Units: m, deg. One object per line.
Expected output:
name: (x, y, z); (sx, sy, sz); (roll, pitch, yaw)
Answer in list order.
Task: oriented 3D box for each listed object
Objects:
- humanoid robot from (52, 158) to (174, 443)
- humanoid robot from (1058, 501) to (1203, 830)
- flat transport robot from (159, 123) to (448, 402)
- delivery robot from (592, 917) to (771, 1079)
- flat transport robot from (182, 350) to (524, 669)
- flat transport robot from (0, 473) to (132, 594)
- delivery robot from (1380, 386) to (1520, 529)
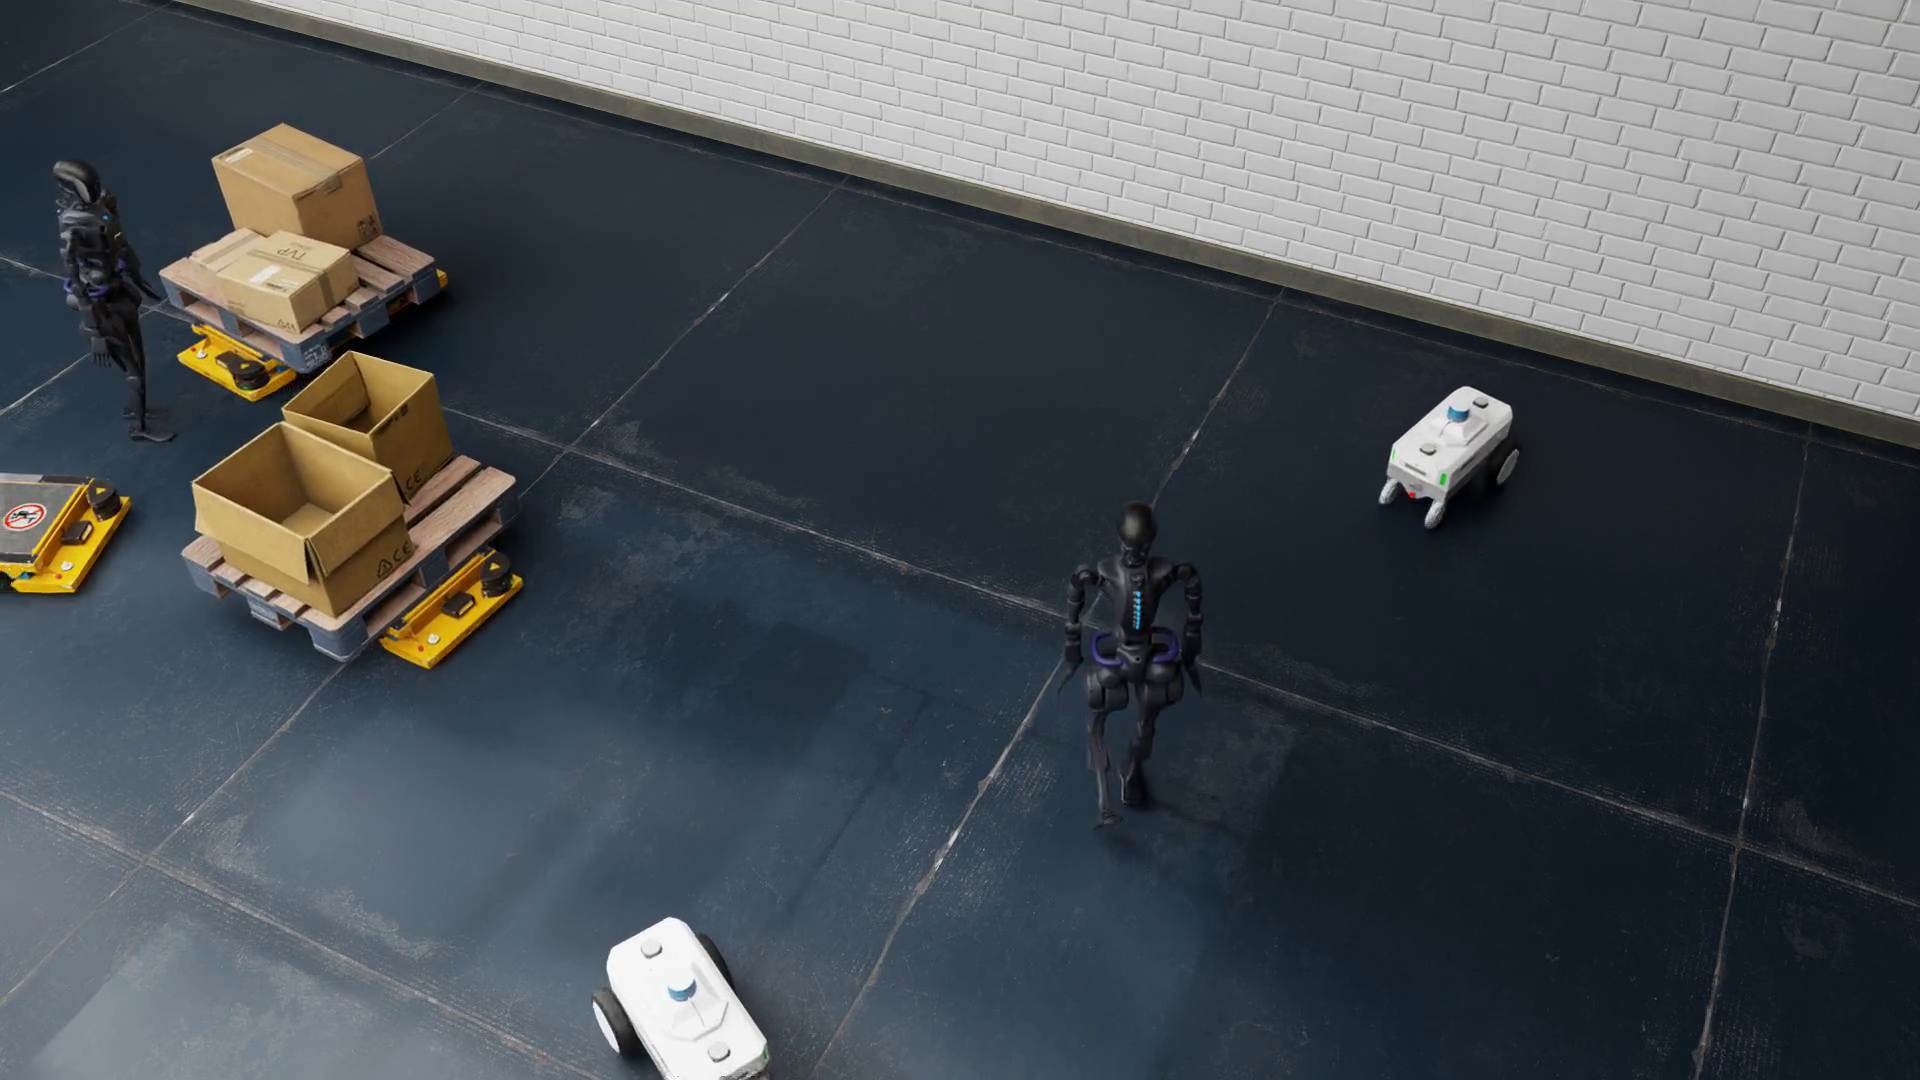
humanoid robot: (-4.400, -1.219, 8.554); (0.447, 1.649, 0.596); (2, 43, 2)
humanoid robot: (0.699, 0.553, 6.619); (0.584, 1.643, 0.488); (-2, 43, -2)
flat transport robot: (-3.759, -1.332, 9.693); (0.659, 0.231, 1.431); (25, 48, 25)
delivery robot: (-1.003, 1.765, 6.124); (0.499, 0.571, 0.756); (-25, 49, -25)
flat transport robot: (-2.907, 0.118, 8.128); (1.431, 0.231, 0.659); (22, 47, 22)
flat transport robot: (-4.989, -0.047, 8.306); (1.431, 0.231, 0.659); (3, 43, 3)
delivery robot: (2.529, -0.470, 8.565); (0.499, 0.612, 0.796); (32, 52, 30)
